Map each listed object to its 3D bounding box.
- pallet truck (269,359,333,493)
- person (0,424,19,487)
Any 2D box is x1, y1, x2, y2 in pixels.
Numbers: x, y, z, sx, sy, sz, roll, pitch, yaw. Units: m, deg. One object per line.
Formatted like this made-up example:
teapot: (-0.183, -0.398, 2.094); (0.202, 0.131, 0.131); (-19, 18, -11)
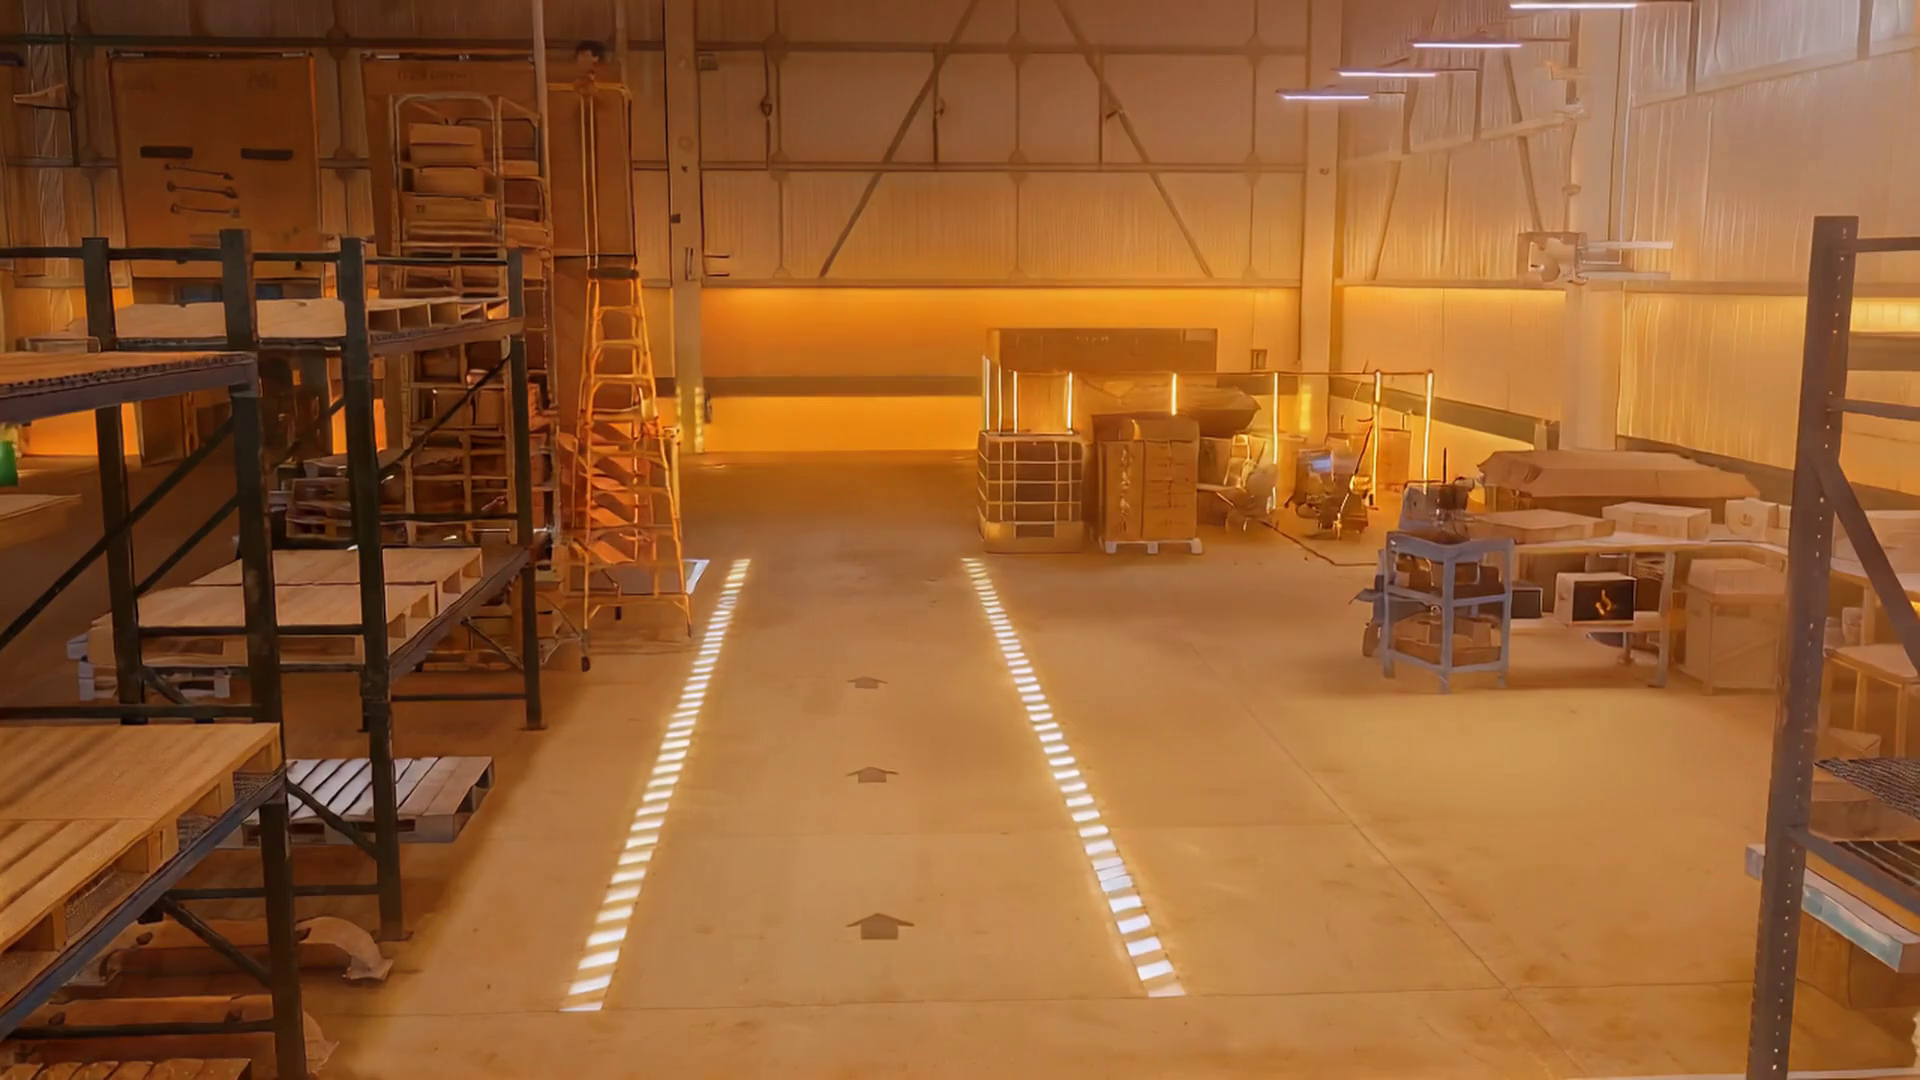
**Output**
pallet truck: (-7.062, -1.131, 18.996); (1.885, 1.965, 0.823); (2, 9, 13)
person: (-13.119, -1.679, 22.662); (0.389, 1.930, 0.544); (-8, 12, -43)
